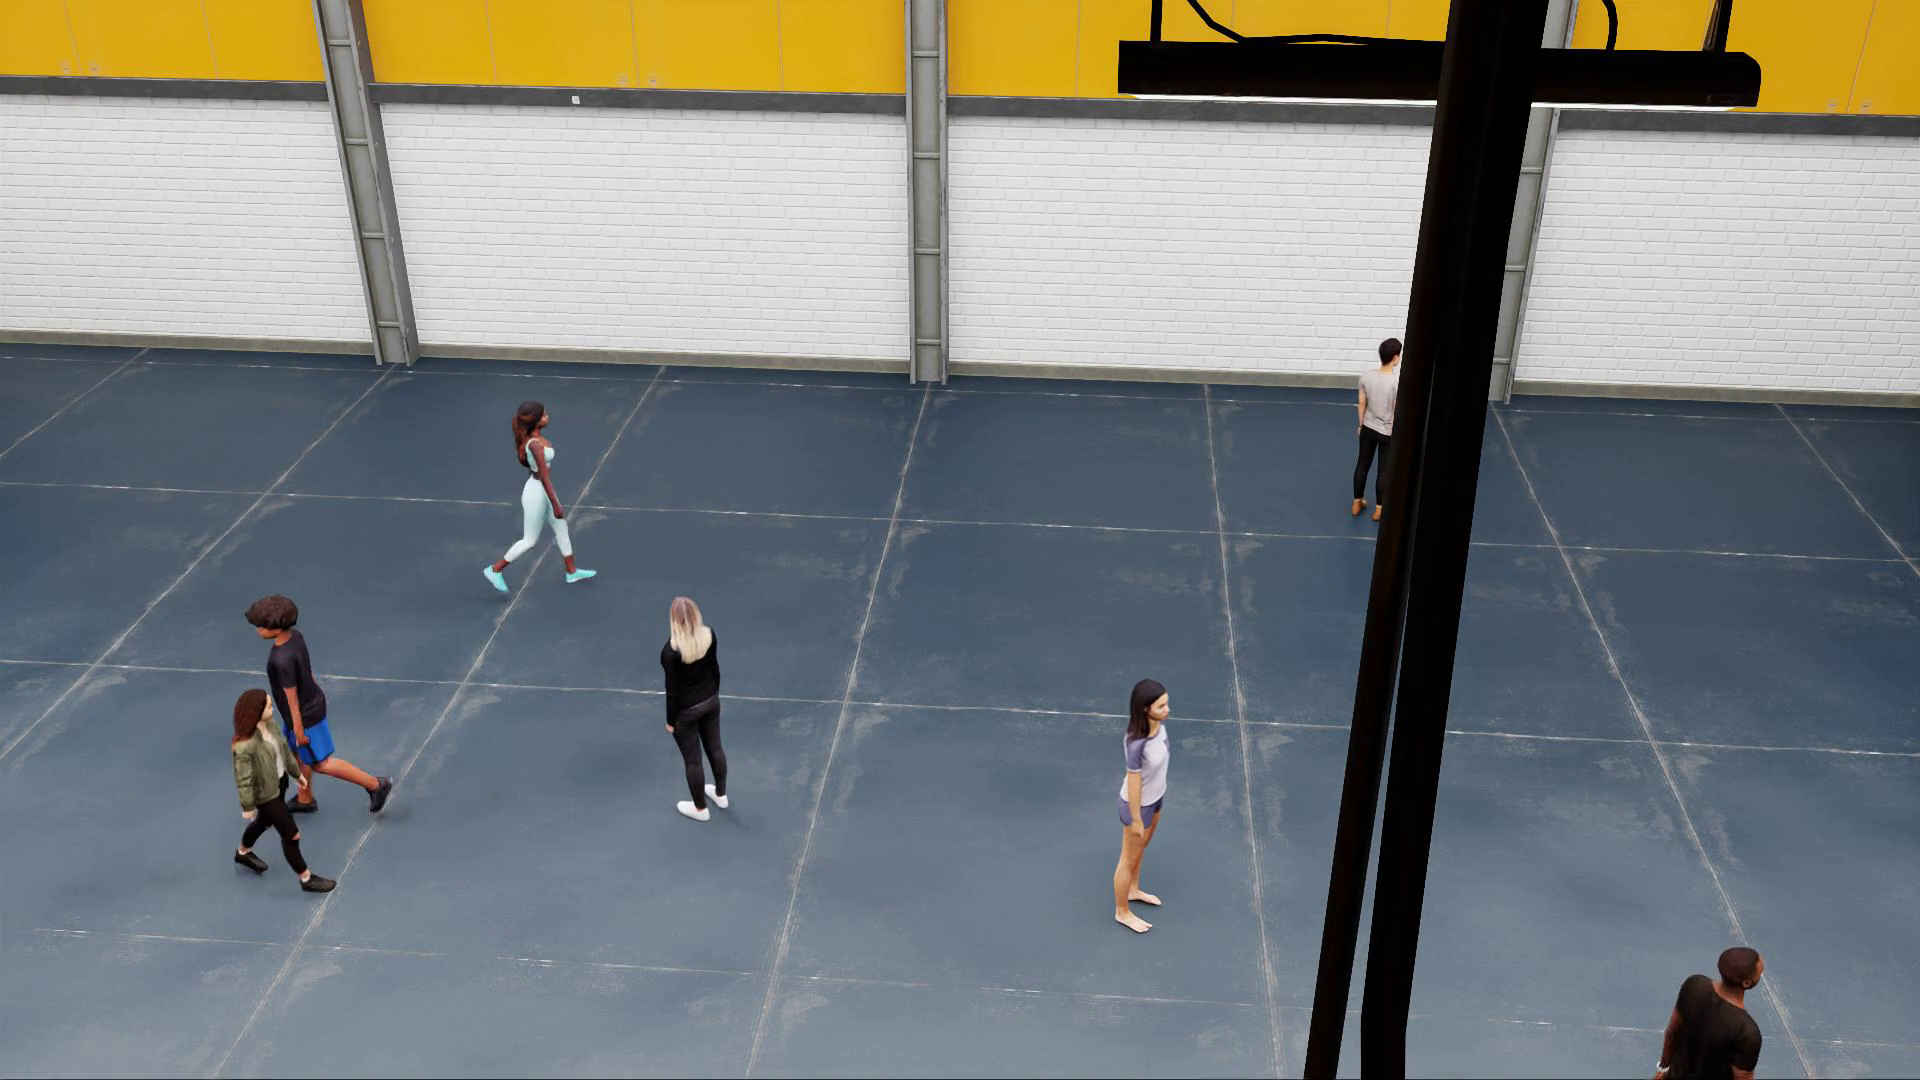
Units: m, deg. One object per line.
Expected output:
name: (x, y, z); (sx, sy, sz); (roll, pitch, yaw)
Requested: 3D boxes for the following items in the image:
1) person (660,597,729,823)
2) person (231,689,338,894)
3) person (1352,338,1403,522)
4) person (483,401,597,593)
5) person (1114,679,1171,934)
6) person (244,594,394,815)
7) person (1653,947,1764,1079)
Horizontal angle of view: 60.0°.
person: (-1.775, 1.131, 11.143); (0.729, 1.685, 0.698); (24, 36, 36)
person: (-4.460, 1.588, 10.561); (0.962, 1.441, 0.577); (3, 29, 5)
person: (3.789, -1.001, 15.024); (0.657, 1.712, 0.745); (24, 36, 36)
person: (-3.564, -0.317, 13.786); (1.198, 1.696, 0.832); (-8, 30, -14)
person: (1.119, 1.600, 10.234); (0.630, 1.733, 0.649); (13, 31, 22)
person: (-4.272, 1.134, 11.051); (1.143, 1.769, 0.832); (-5, 29, -9)
person: (3.540, 2.709, 8.133); (0.799, 1.797, 0.749); (-7, 29, -12)
